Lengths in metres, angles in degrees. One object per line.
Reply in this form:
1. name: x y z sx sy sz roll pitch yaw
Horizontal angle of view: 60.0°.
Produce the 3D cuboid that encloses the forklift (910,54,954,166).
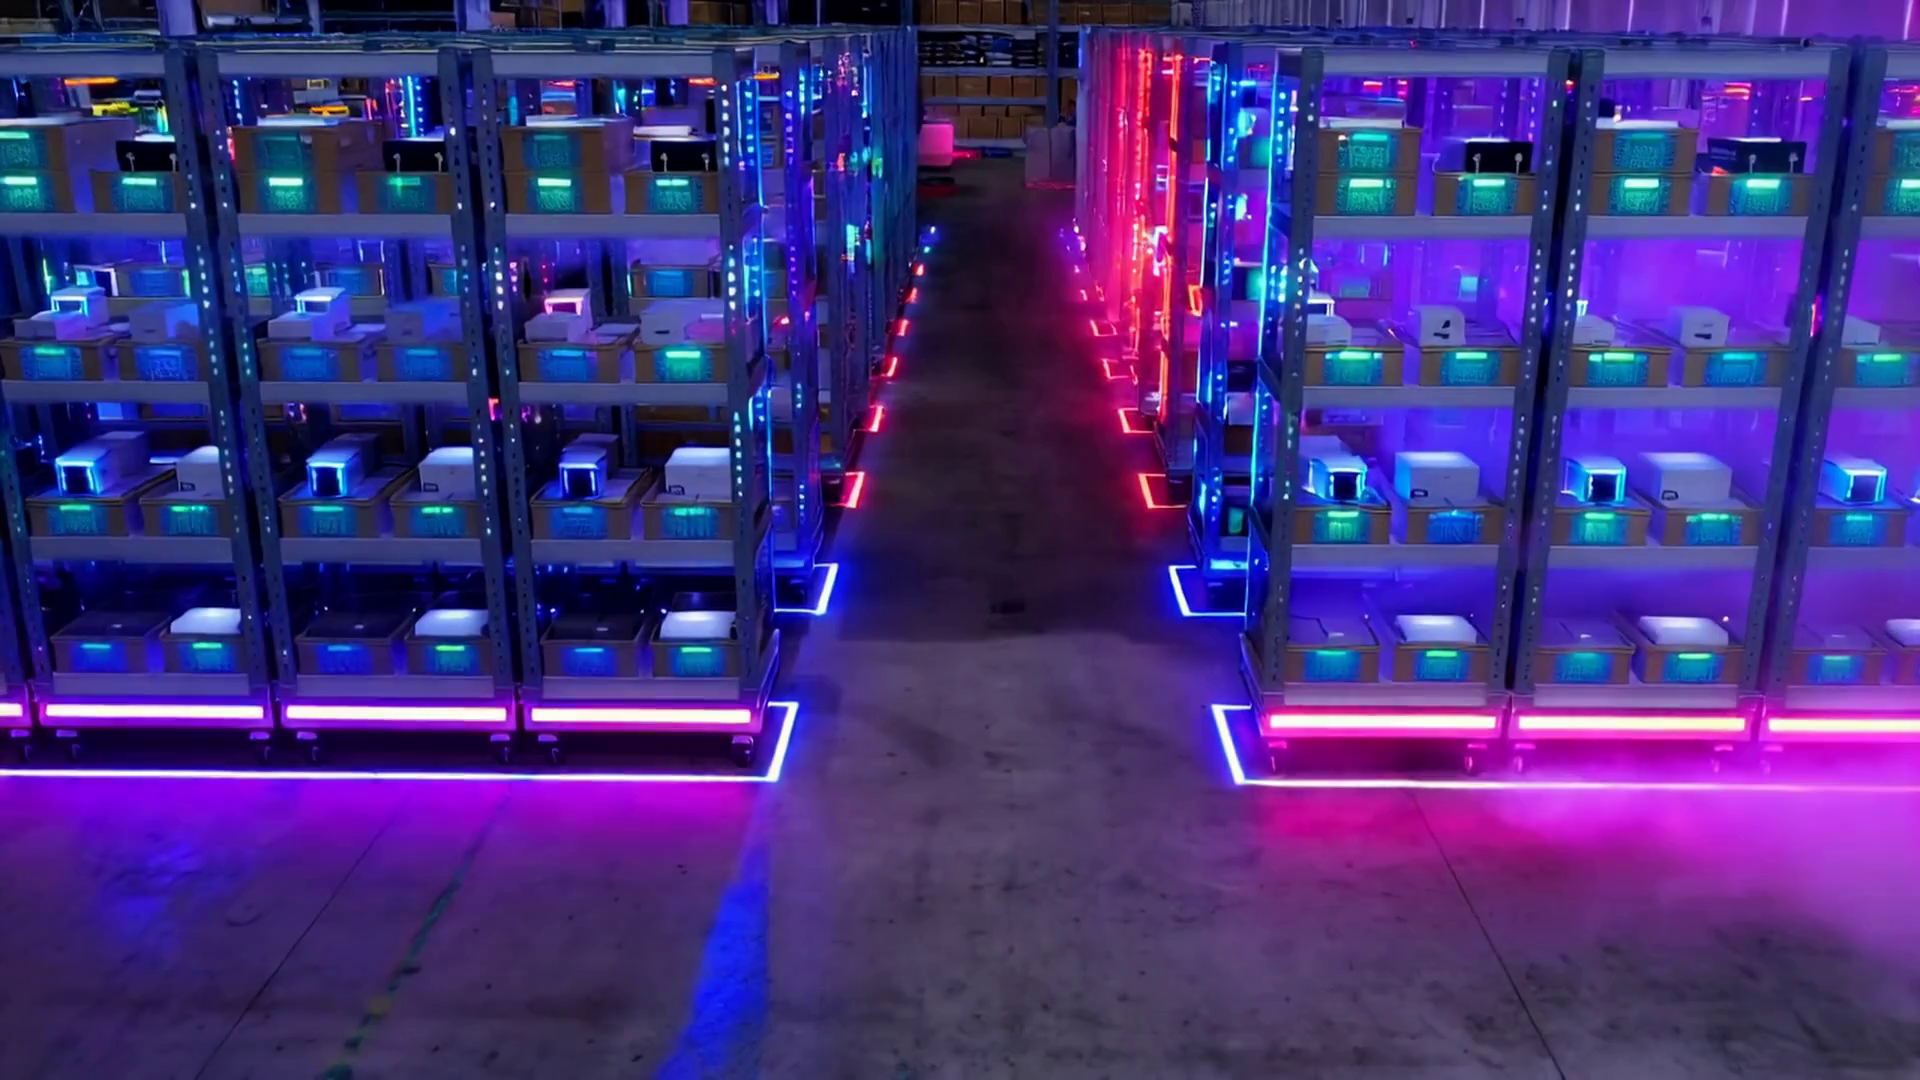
1. forklift: -1.109 -11.264 43.535 1.873 2.768 1.129 0 17 1
